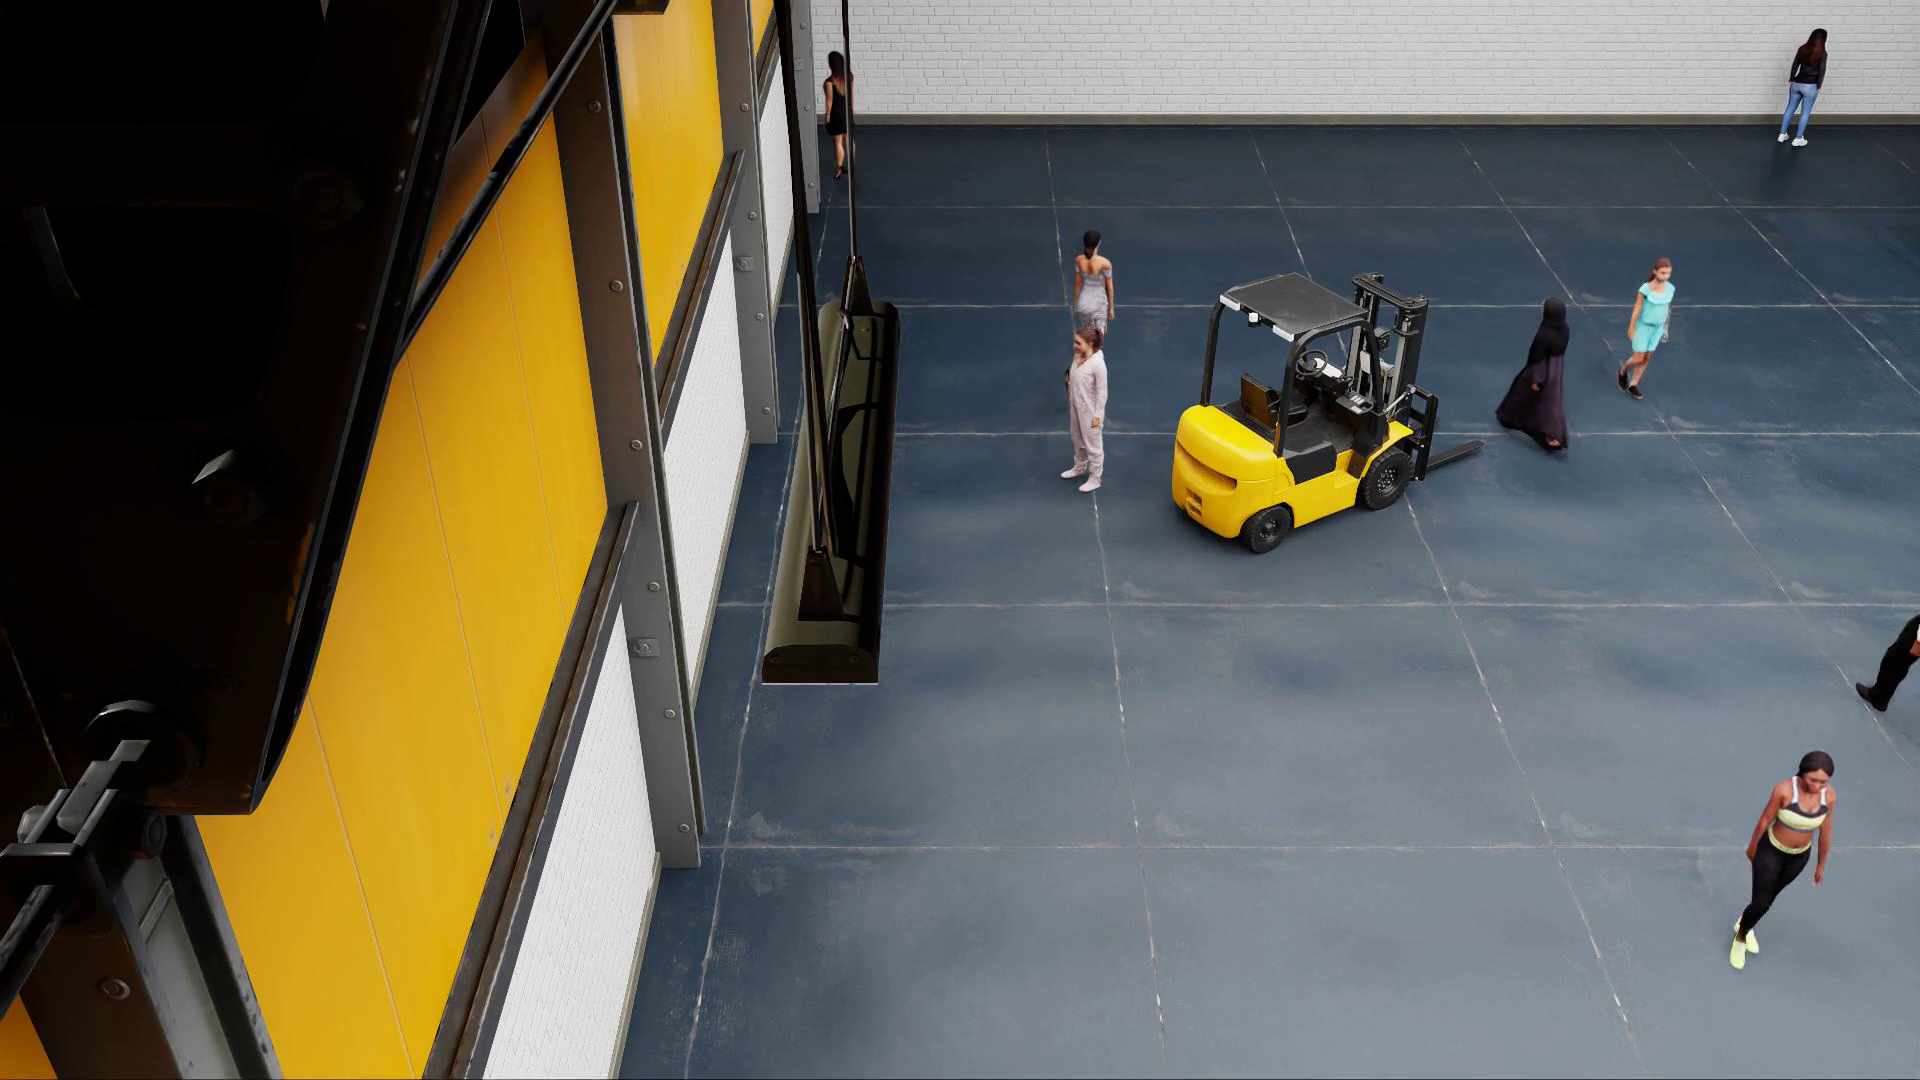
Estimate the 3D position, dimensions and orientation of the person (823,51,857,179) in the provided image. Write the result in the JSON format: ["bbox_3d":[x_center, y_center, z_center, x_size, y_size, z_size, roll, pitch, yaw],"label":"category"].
[{"bbox_3d":[-1.616,-5.744,22.490,0.820,1.715,0.758,28,43,36],"label":"person"}]

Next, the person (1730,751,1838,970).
[{"bbox_3d":[5.336,1.984,10.843,0.601,1.738,0.672,2,34,3],"label":"person"}]

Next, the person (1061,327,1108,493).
[{"bbox_3d":[1.222,-1.271,15.781,0.783,1.691,0.673,-18,38,-25],"label":"person"}]

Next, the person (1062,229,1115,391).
[{"bbox_3d":[1.336,-2.334,17.278,0.933,1.804,1.045,22,40,30],"label":"person"}]

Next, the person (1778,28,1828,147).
[{"bbox_3d":[11.999,-6.445,23.618,0.784,1.634,0.683,-21,39,-28],"label":"person"}]

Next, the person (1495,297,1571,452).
[{"bbox_3d":[5.830,-1.628,16.402,0.952,1.599,1.228,-16,37,-22],"label":"person"}]

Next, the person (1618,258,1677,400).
[{"bbox_3d":[7.162,-2.244,17.371,0.588,1.551,0.638,-4,34,-7],"label":"person"}]
